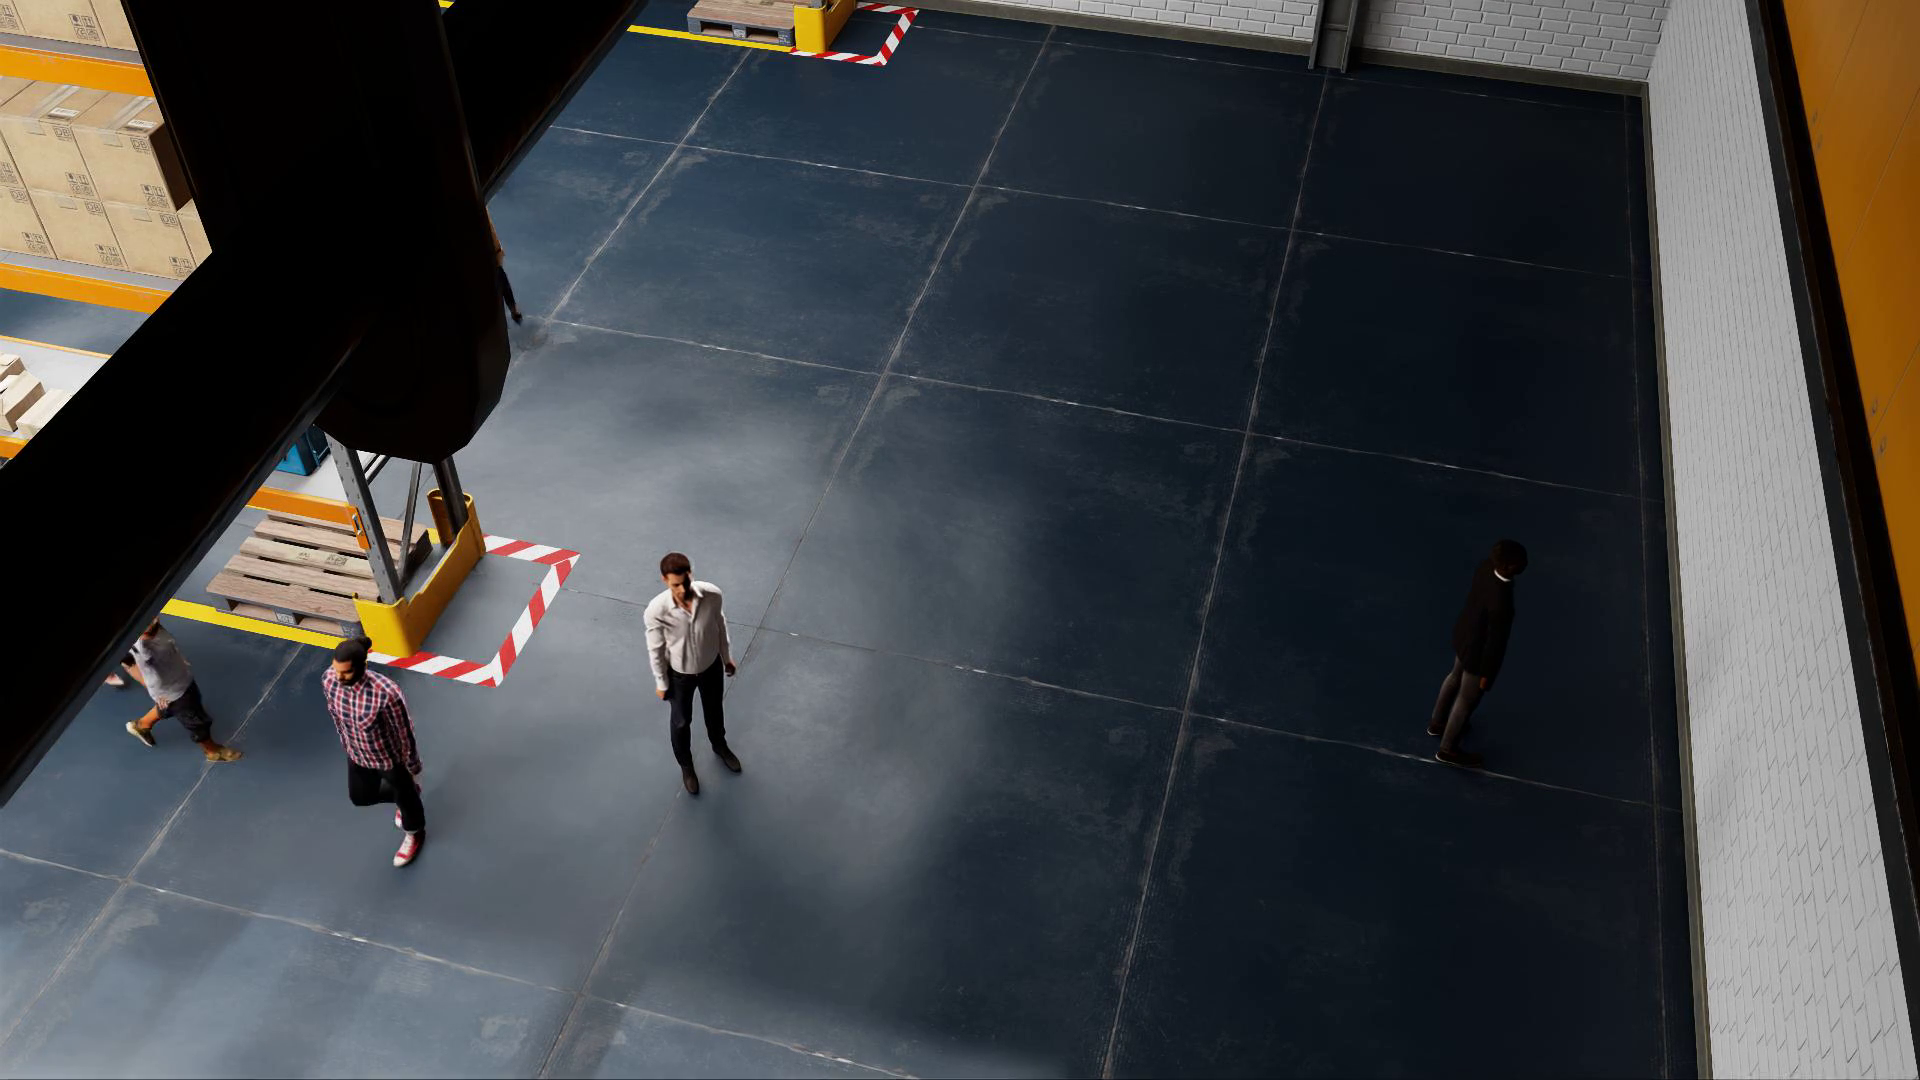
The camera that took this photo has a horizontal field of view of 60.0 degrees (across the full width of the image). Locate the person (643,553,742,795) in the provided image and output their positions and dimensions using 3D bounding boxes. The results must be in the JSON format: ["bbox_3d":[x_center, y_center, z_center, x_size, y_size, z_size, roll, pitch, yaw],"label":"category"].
[{"bbox_3d":[-1.628,0.774,10.106,0.729,1.871,0.773,-24,49,-23],"label":"person"}]

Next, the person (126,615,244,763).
[{"bbox_3d":[-4.984,0.857,10.332,0.990,1.438,0.740,0,44,0],"label":"person"}]

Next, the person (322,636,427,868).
[{"bbox_3d":[-3.380,1.171,9.775,0.655,1.754,0.768,13,45,13],"label":"person"}]

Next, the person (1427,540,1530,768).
[{"bbox_3d":[3.196,0.675,10.262,0.638,1.799,0.701,2,44,2],"label":"person"}]
